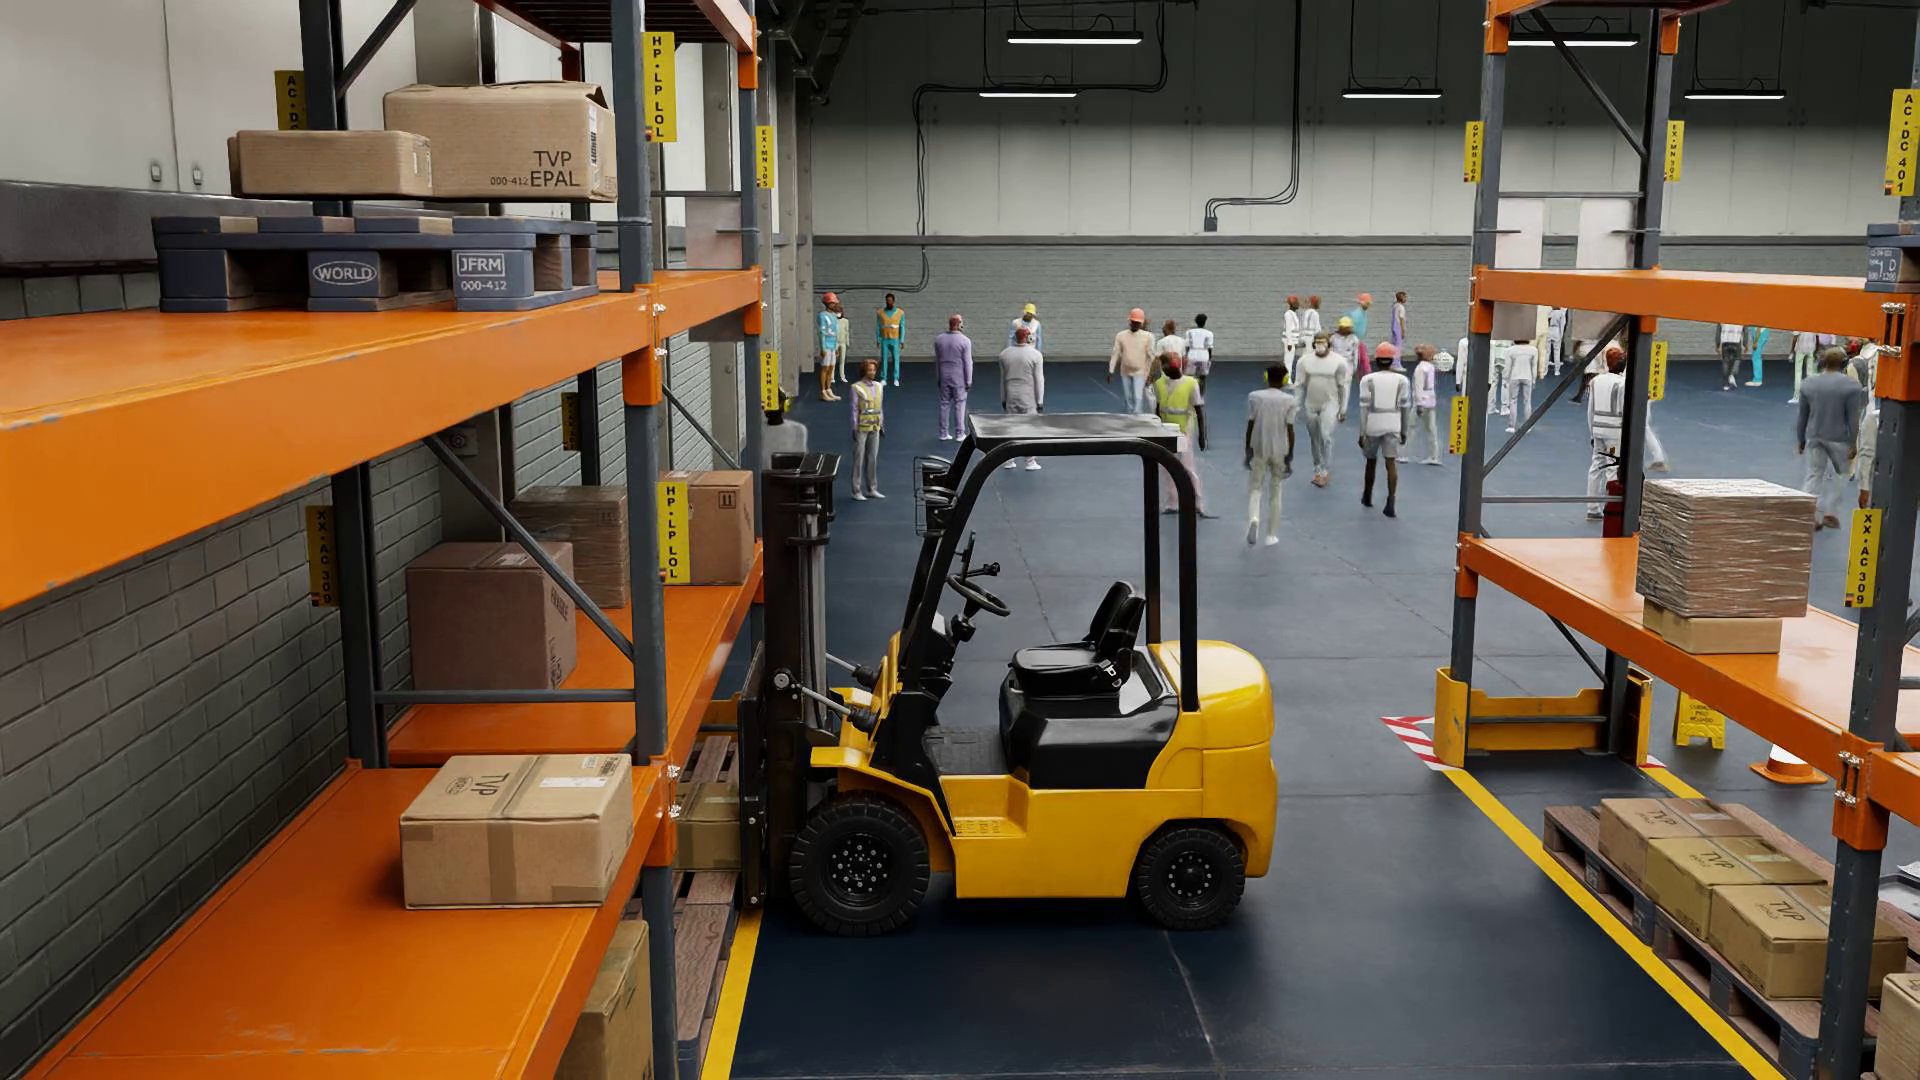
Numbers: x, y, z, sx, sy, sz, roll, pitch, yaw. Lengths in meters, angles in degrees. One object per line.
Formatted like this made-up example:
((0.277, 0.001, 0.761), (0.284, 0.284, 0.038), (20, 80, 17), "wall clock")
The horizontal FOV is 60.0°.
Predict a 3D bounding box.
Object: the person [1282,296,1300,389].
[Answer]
((6.759, -4.025, 33.923), (0.354, 1.883, 0.573), (4, 11, 20), "person")

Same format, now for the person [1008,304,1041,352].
((1.248, -3.659, 32.131), (0.633, 1.786, 0.441), (1, 10, 5), "person")

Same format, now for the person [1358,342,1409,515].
((4.693, -1.243, 18.430), (0.567, 1.887, 1.008), (1, 10, 3), "person")

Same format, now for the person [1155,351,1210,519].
((2.418, -1.138, 18.113), (0.375, 1.820, 0.722), (-9, 14, -42), "person")

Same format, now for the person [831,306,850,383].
((-2.585, -4.161, 35.377), (0.507, 1.631, 0.277), (-5, 11, -27), "person")

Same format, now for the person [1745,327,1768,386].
((16.590, -4.112, 34.557), (0.339, 1.833, 0.521), (7, 12, 33), "person")

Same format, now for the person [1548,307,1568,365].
((14.514, -5.206, 40.402), (0.591, 1.918, 0.383), (-4, 11, -22), "person")

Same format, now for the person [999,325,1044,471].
((0.827, -1.864, 21.862), (0.641, 1.899, 0.395), (6, 12, 30), "person")

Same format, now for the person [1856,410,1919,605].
((7.684, -0.422, 13.693), (0.604, 1.939, 0.401), (-1, 10, -4), "person")

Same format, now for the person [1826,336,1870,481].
((11.146, -1.653, 20.803), (0.389, 1.849, 0.567), (7, 12, 35), "person")

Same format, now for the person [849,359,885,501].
((-1.083, -1.277, 19.296), (0.310, 1.638, 0.522), (9, 14, 41), "person")

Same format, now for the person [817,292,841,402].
((-2.439, -3.619, 31.214), (0.391, 2.045, 0.608), (4, 11, 21), "person")

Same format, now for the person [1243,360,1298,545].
((3.009, -0.828, 16.226), (0.533, 1.842, 0.614), (3, 11, 18), "person")

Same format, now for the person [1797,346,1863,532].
((8.949, -1.032, 17.135), (0.611, 1.918, 0.652), (-8, 13, -39), "person")

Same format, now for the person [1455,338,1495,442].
((7.674, -2.382, 24.793), (0.579, 1.878, 0.342), (-2, 10, -9), "person")

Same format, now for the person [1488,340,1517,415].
((9.413, -3.124, 28.845), (0.391, 1.911, 0.584), (-10, 14, -43), "person")

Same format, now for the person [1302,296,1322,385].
((7.443, -4.170, 34.807), (0.744, 1.855, 0.587), (0, 10, -2), "person")

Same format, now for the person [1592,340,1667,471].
((8.854, -1.812, 21.765), (0.922, 1.841, 0.580), (4, 11, 19), "person")

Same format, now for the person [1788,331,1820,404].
((15.625, -3.452, 30.787), (0.530, 1.863, 0.321), (1, 10, 4), "person")

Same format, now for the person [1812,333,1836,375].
((17.902, -4.139, 34.504), (0.530, 1.903, 0.637), (-7, 12, -33), "person")

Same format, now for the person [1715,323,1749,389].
((15.644, -4.005, 33.731), (0.616, 1.907, 0.454), (5, 12, 28), "person")

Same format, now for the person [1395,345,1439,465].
((6.125, -1.815, 22.348), (0.769, 1.604, 0.548), (8, 13, 38), "person")

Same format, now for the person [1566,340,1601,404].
((11.490, -3.380, 30.270), (0.615, 1.918, 1.020), (-6, 12, -28), "person")

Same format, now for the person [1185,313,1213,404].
((4.370, -3.312, 30.488), (0.534, 1.685, 0.524), (3, 11, 17), "person")

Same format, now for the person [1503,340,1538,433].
((8.775, -2.491, 26.068), (0.501, 1.633, 0.289), (1, 10, 7), "person")

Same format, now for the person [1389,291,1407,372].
((10.144, -4.812, 38.410), (0.338, 1.845, 0.514), (-2, 10, -10), "person")

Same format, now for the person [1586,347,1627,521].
((6.903, -1.102, 17.641), (0.356, 1.883, 0.574), (-4, 11, -23), "person")

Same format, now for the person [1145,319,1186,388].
((3.140, -2.476, 25.532), (0.643, 1.805, 0.728), (-8, 13, -36), "person")

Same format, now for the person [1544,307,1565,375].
((13.323, -4.583, 37.421), (0.487, 1.744, 0.312), (4, 11, 21), "person")

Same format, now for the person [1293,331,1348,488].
((4.361, -1.593, 20.315), (0.635, 1.898, 0.904), (5, 12, 28), "person")

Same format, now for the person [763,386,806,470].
((-1.468, -0.338, 13.509), (0.512, 1.849, 0.472), (0, 10, 1), "person")

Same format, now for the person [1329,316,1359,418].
((6.536, -2.950, 28.344), (0.497, 1.728, 0.555), (4, 11, 22), "person")

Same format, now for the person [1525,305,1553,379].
((12.518, -4.526, 36.271), (0.674, 2.000, 0.536), (-4, 11, -23), "person")

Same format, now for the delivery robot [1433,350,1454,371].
((10.911, -4.058, 37.547), (0.477, 0.478, 0.707), (1, 10, 5), "delivery robot")

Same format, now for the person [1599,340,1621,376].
((9.493, -2.299, 24.200), (0.383, 1.926, 0.550), (5, 11, 26), "person")

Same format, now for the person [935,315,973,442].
((-0.070, -2.421, 24.959), (0.645, 1.900, 0.399), (7, 12, 33), "person")

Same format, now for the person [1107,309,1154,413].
((2.603, -2.538, 25.418), (0.663, 1.962, 0.780), (4, 11, 20), "person")

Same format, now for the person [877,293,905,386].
((-1.445, -4.165, 34.602), (0.587, 1.920, 0.391), (2, 10, 9), "person")

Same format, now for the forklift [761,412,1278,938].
((0.291, 0.548, 7.580), (2.313, 2.155, 1.214), (0, 10, -2), "forklift")
